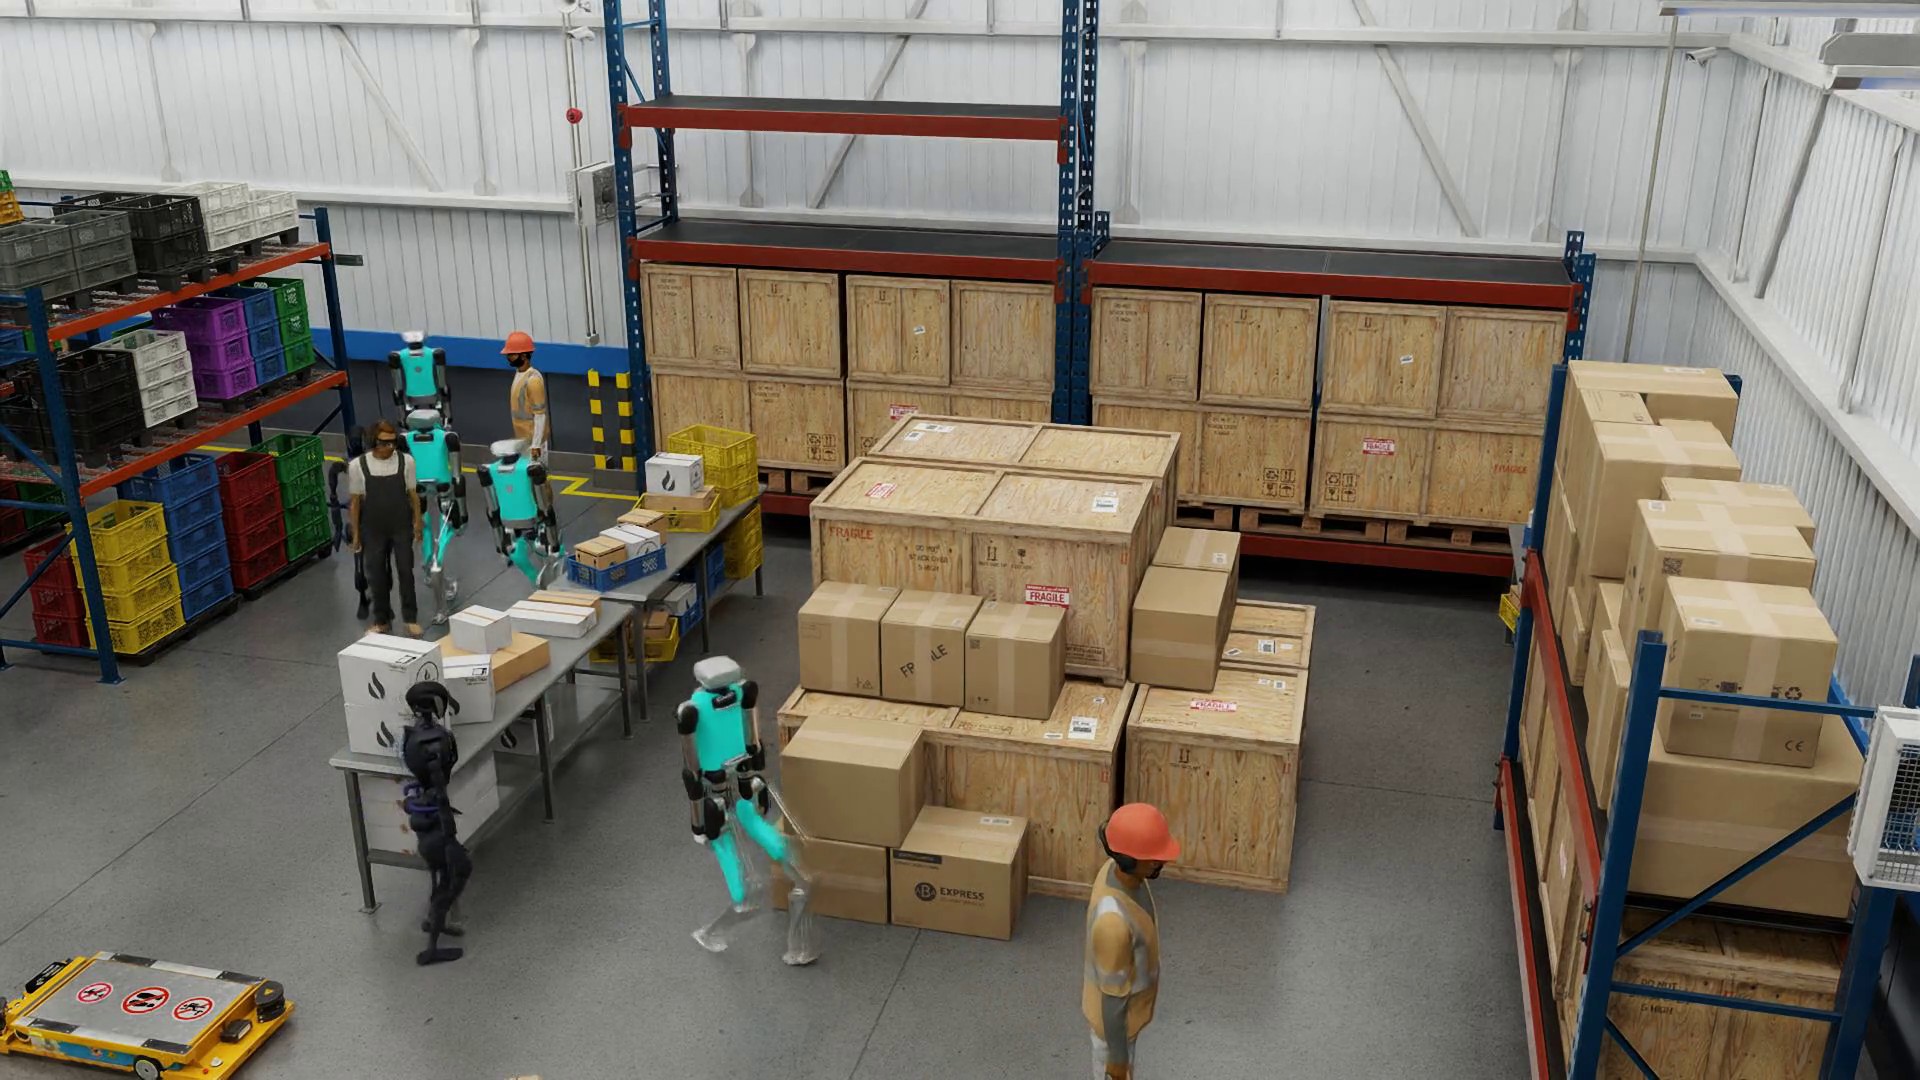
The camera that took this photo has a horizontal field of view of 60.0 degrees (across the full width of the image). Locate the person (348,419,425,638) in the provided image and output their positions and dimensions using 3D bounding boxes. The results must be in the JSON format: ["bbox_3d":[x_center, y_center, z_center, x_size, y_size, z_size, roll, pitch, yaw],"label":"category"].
[{"bbox_3d":[-4.517,-0.081,13.075,0.571,1.827,0.402,-10,23,-24],"label":"person"}]

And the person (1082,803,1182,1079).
[{"bbox_3d":[0.729,2.041,7.226,0.390,2.040,0.613,4,21,9],"label":"person"}]

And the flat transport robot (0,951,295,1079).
[{"bbox_3d":[-4.270,2.464,8.601,1.431,0.231,0.659,5,22,13],"label":"flat transport robot"}]

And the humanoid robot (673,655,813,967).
[{"bbox_3d":[-1.085,1.547,9.008,0.878,1.774,0.537,18,27,39],"label":"humanoid robot"}]

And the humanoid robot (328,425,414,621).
[{"bbox_3d":[-4.747,-0.137,13.429,0.612,1.655,0.320,-7,22,-19],"label":"humanoid robot"}]

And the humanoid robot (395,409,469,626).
[{"bbox_3d":[-4.274,-0.132,13.368,0.553,1.747,1.019,1,21,2],"label":"humanoid robot"}]

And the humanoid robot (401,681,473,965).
[{"bbox_3d":[-2.864,1.532,9.051,0.390,1.648,0.589,-10,23,-25],"label":"humanoid robot"}]

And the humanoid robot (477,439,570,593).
[{"bbox_3d":[-3.363,-0.025,13.083,0.573,1.729,1.055,3,21,7],"label":"humanoid robot"}]

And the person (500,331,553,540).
[{"bbox_3d":[-3.947,-0.960,15.219,0.357,1.939,0.542,-11,24,-27],"label":"person"}]

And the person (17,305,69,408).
[{"bbox_3d":[-9.907,-1.947,17.948,0.566,1.836,0.384,-6,22,-15],"label":"person"}]

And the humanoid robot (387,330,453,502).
[{"bbox_3d":[-5.252,-1.261,16.349,0.539,1.784,1.005,-6,22,-14],"label":"humanoid robot"}]
